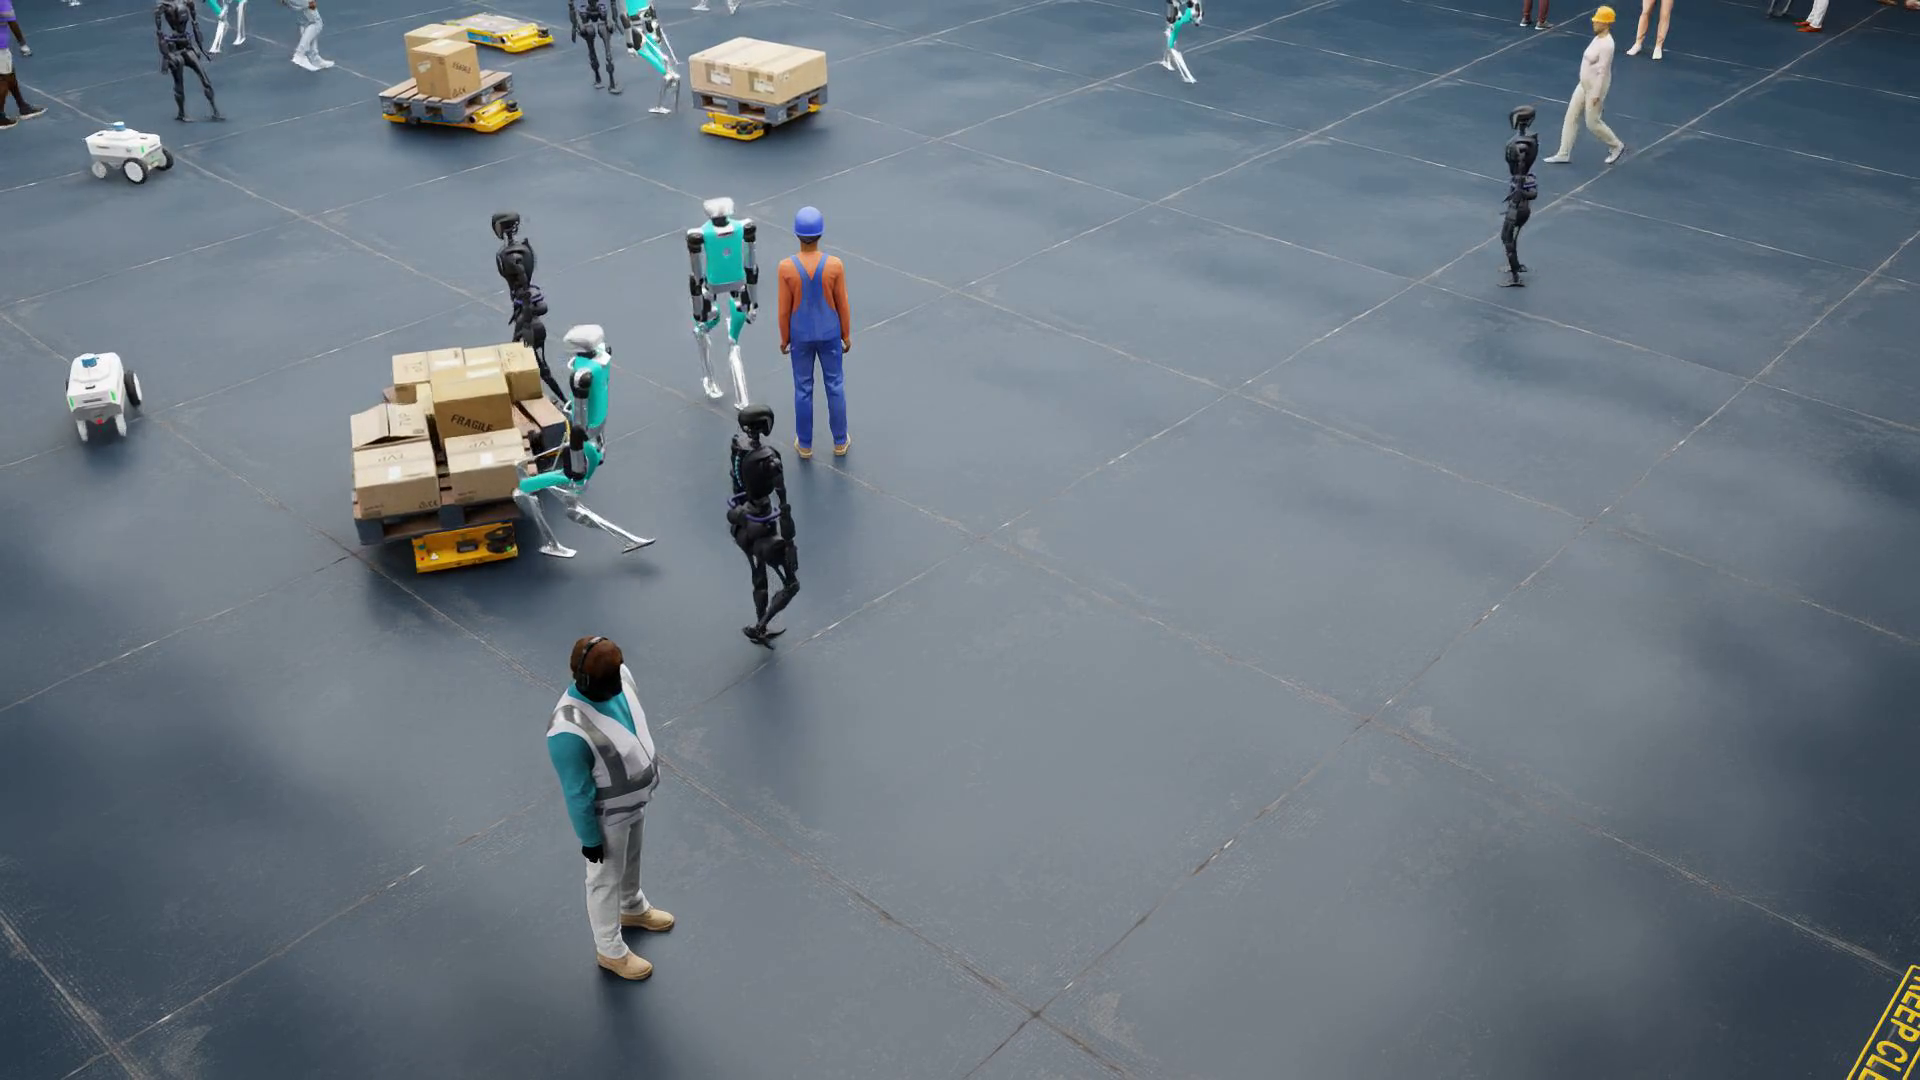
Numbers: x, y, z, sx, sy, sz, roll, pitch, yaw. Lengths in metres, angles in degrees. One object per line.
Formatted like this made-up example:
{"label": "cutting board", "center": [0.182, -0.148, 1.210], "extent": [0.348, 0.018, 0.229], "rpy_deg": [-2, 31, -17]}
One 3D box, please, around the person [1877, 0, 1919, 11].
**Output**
{"label": "person", "center": [13.320, -8.296, 22.984], "extent": [0.678, 1.873, 0.863], "rpy_deg": [-25, 40, -34]}

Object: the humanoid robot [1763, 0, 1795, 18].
{"label": "humanoid robot", "center": [11.310, -7.911, 22.571], "extent": [0.374, 1.652, 0.589], "rpy_deg": [-17, 36, -25]}

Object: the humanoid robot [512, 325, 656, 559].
{"label": "humanoid robot", "center": [-2.533, -0.568, 10.672], "extent": [0.990, 1.728, 0.531], "rpy_deg": [3, 32, 5]}

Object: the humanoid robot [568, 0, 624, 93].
{"label": "humanoid robot", "center": [-4.315, -6.149, 19.741], "extent": [0.613, 1.624, 0.581], "rpy_deg": [-7, 33, -11]}

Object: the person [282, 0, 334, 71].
{"label": "person", "center": [-8.131, -6.696, 20.409], "extent": [0.620, 1.873, 0.518], "rpy_deg": [20, 37, 29]}

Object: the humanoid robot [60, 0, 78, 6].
{"label": "humanoid robot", "center": [-12.758, -8.391, 23.296], "extent": [0.532, 1.801, 0.812], "rpy_deg": [6, 32, 10]}

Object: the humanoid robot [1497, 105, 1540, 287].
{"label": "humanoid robot", "center": [4.953, -3.028, 14.710], "extent": [0.416, 1.640, 0.609], "rpy_deg": [8, 33, 12]}

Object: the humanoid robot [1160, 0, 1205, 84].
{"label": "humanoid robot", "center": [2.611, -6.424, 20.150], "extent": [0.548, 1.762, 1.043], "rpy_deg": [-14, 34, -21]}

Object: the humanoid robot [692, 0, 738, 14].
{"label": "humanoid robot", "center": [-3.409, -8.116, 22.888], "extent": [0.885, 1.821, 0.548], "rpy_deg": [6, 32, 10]}

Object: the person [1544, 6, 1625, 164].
{"label": "person", "center": [6.699, -4.748, 17.464], "extent": [0.727, 1.666, 0.480], "rpy_deg": [-1, 32, -2]}

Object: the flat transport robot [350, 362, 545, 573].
{"label": "flat transport robot", "center": [-3.534, -0.240, 11.540], "extent": [0.659, 0.231, 1.431], "rpy_deg": [-10, 33, -16]}

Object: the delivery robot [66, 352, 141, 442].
{"label": "delivery robot", "center": [-6.596, -1.140, 12.733], "extent": [0.499, 0.610, 0.808], "rpy_deg": [-11, 34, -18]}

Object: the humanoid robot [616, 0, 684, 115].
{"label": "humanoid robot", "center": [-3.461, -5.627, 18.873], "extent": [0.800, 1.828, 0.537], "rpy_deg": [18, 36, 27]}

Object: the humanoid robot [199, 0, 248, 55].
{"label": "humanoid robot", "center": [-9.395, -7.023, 21.076], "extent": [0.532, 1.724, 1.000], "rpy_deg": [4, 32, 7]}

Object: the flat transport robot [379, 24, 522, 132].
{"label": "flat transport robot", "center": [-5.828, -4.934, 19.099], "extent": [1.431, 0.231, 0.659], "rpy_deg": [10, 33, 15]}

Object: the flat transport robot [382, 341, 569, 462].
{"label": "flat transport robot", "center": [-3.582, -0.724, 12.319], "extent": [1.431, 0.231, 0.659], "rpy_deg": [-18, 36, -27]}

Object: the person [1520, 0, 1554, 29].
{"label": "person", "center": [7.816, -7.759, 22.183], "extent": [0.368, 1.812, 0.554], "rpy_deg": [-23, 38, -32]}

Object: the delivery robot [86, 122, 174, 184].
{"label": "delivery robot", "center": [-8.736, -4.080, 17.445], "extent": [0.773, 0.586, 0.499], "rpy_deg": [7, 33, 11]}

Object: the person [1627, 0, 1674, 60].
{"label": "person", "center": [8.857, -7.034, 20.960], "extent": [0.508, 1.875, 0.351], "rpy_deg": [19, 37, 28]}

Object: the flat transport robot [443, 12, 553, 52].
{"label": "flat transport robot", "center": [-6.115, -6.694, 21.933], "extent": [1.431, 0.231, 0.659], "rpy_deg": [20, 37, 29]}

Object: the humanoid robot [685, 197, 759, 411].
{"label": "humanoid robot", "center": [-1.872, -1.856, 12.768], "extent": [0.542, 1.797, 0.859], "rpy_deg": [-13, 34, -20]}

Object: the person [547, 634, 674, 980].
{"label": "person", "center": [-1.599, 1.212, 7.714], "extent": [0.429, 1.840, 0.633], "rpy_deg": [7, 32, 11]}

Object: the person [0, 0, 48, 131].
{"label": "person", "center": [-10.725, -5.597, 18.603], "extent": [0.633, 1.914, 0.786], "rpy_deg": [15, 35, 22]}

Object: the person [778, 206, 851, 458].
{"label": "person", "center": [-1.043, -1.480, 11.983], "extent": [0.512, 1.910, 0.363], "rpy_deg": [-4, 32, -6]}

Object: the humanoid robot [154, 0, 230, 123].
{"label": "humanoid robot", "center": [-8.725, -5.503, 18.697], "extent": [0.646, 1.629, 0.613], "rpy_deg": [15, 35, 23]}

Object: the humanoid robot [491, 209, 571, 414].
{"label": "humanoid robot", "center": [-3.288, -1.695, 12.578], "extent": [0.590, 1.647, 0.608], "rpy_deg": [-13, 34, -20]}

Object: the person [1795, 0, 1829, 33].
{"label": "person", "center": [11.495, -7.681, 22.044], "extent": [0.367, 1.833, 0.503], "rpy_deg": [10, 33, 15]}

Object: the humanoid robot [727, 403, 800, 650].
{"label": "humanoid robot", "center": [-1.223, -0.073, 9.938], "extent": [0.416, 1.651, 0.589], "rpy_deg": [-26, 40, -35]}

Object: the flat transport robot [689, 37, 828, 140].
{"label": "flat transport robot", "center": [-2.258, -4.884, 19.019], "extent": [0.659, 0.231, 1.431], "rpy_deg": [18, 36, 26]}
